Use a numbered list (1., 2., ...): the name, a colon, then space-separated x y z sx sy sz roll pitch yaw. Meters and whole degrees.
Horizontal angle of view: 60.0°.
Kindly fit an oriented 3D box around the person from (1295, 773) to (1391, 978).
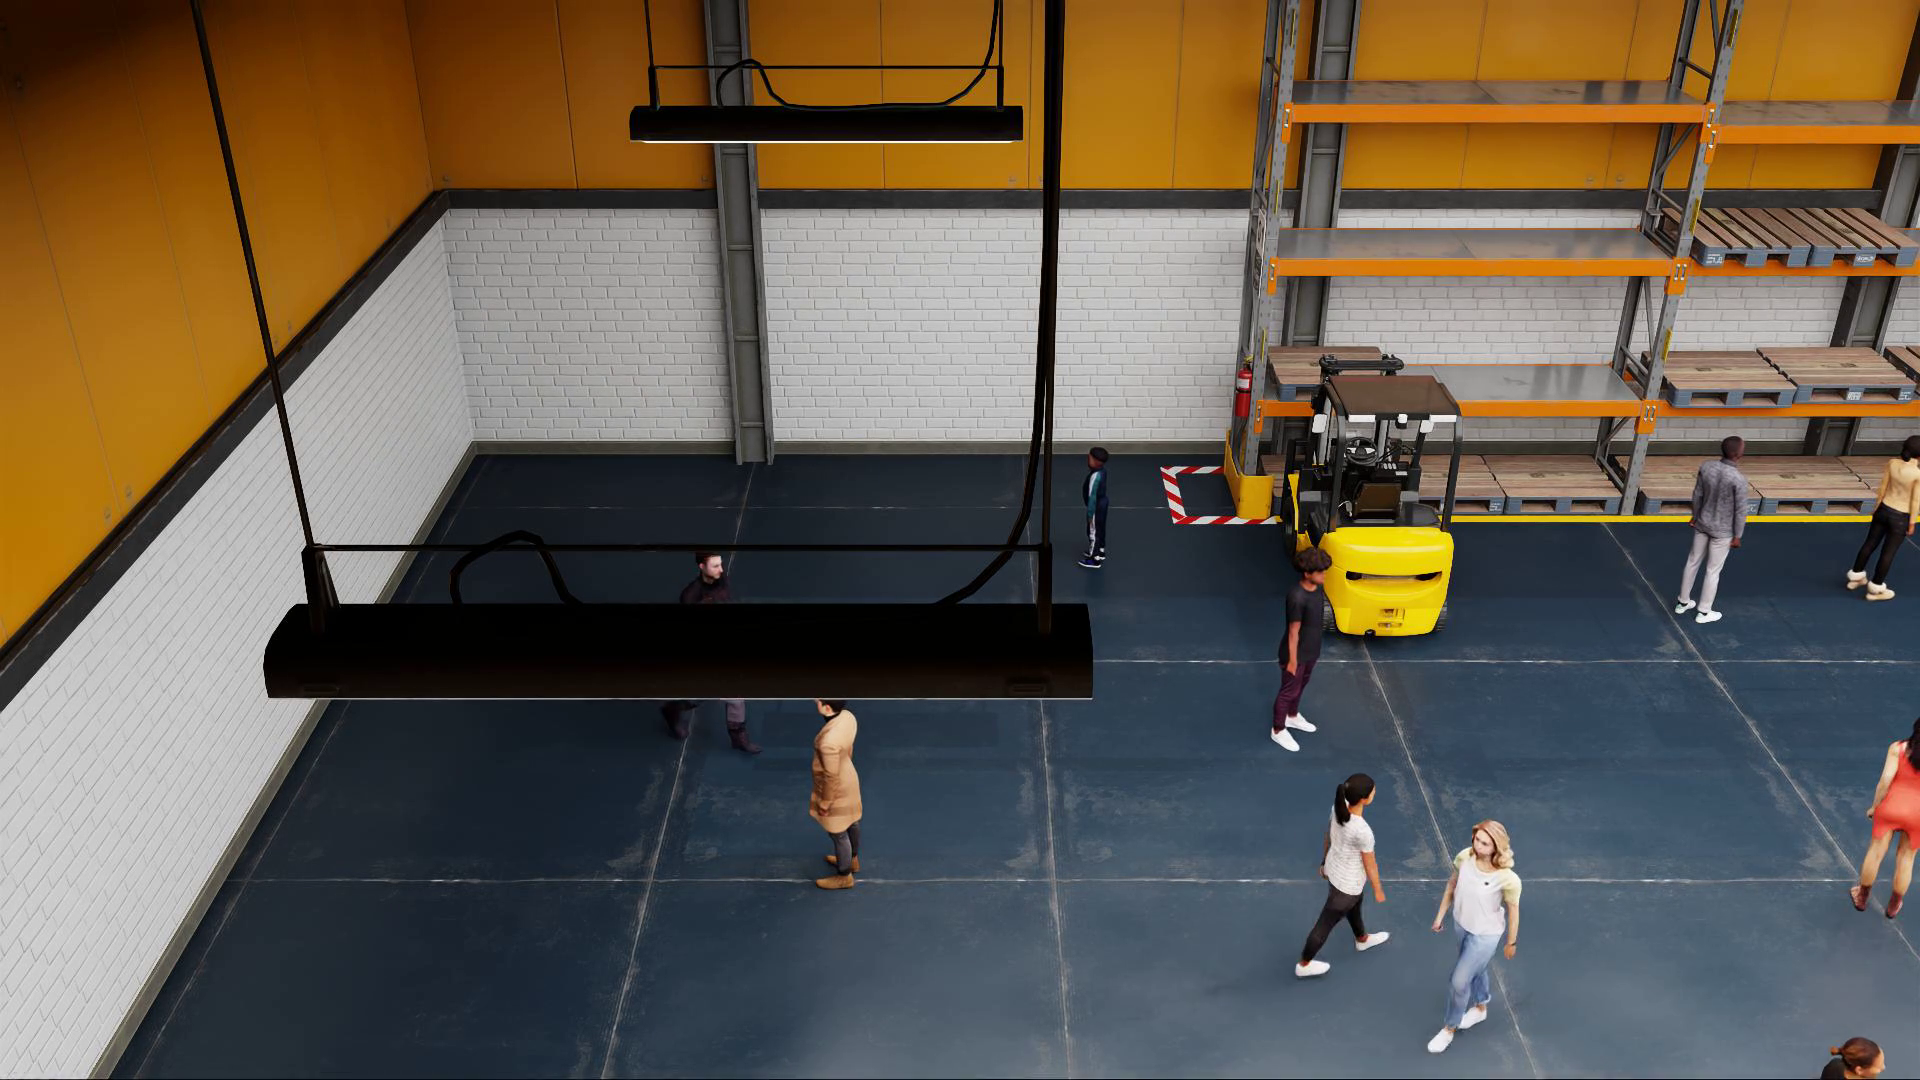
1. person: 2.491 2.285 11.123 1.027 1.608 0.721 -6 29 -10

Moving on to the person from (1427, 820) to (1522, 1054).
1. person: 3.381 2.473 10.680 1.004 1.702 0.902 -17 33 -29

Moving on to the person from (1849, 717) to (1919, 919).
1. person: 6.639 1.913 11.691 0.588 1.718 0.719 13 31 22

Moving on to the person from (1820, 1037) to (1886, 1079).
1. person: 4.640 3.351 9.139 1.082 1.637 0.801 8 30 15

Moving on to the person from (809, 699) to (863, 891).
1. person: -0.875 1.755 11.972 0.698 1.726 0.705 7 29 13

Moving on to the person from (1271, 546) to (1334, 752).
1. person: 2.785 0.847 13.581 0.745 1.780 0.721 18 34 30

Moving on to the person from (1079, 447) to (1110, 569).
1. person: 1.342 -0.340 16.305 0.564 1.255 0.559 10 30 18

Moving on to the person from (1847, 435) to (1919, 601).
1. person: 8.789 -0.229 15.684 0.695 1.654 0.678 -11 31 -20

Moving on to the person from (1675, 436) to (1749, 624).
1. person: 6.923 -0.114 15.281 0.743 1.838 0.758 -16 32 -27

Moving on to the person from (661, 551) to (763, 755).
1. person: -2.091 0.877 13.420 1.259 1.880 1.130 21 35 34
